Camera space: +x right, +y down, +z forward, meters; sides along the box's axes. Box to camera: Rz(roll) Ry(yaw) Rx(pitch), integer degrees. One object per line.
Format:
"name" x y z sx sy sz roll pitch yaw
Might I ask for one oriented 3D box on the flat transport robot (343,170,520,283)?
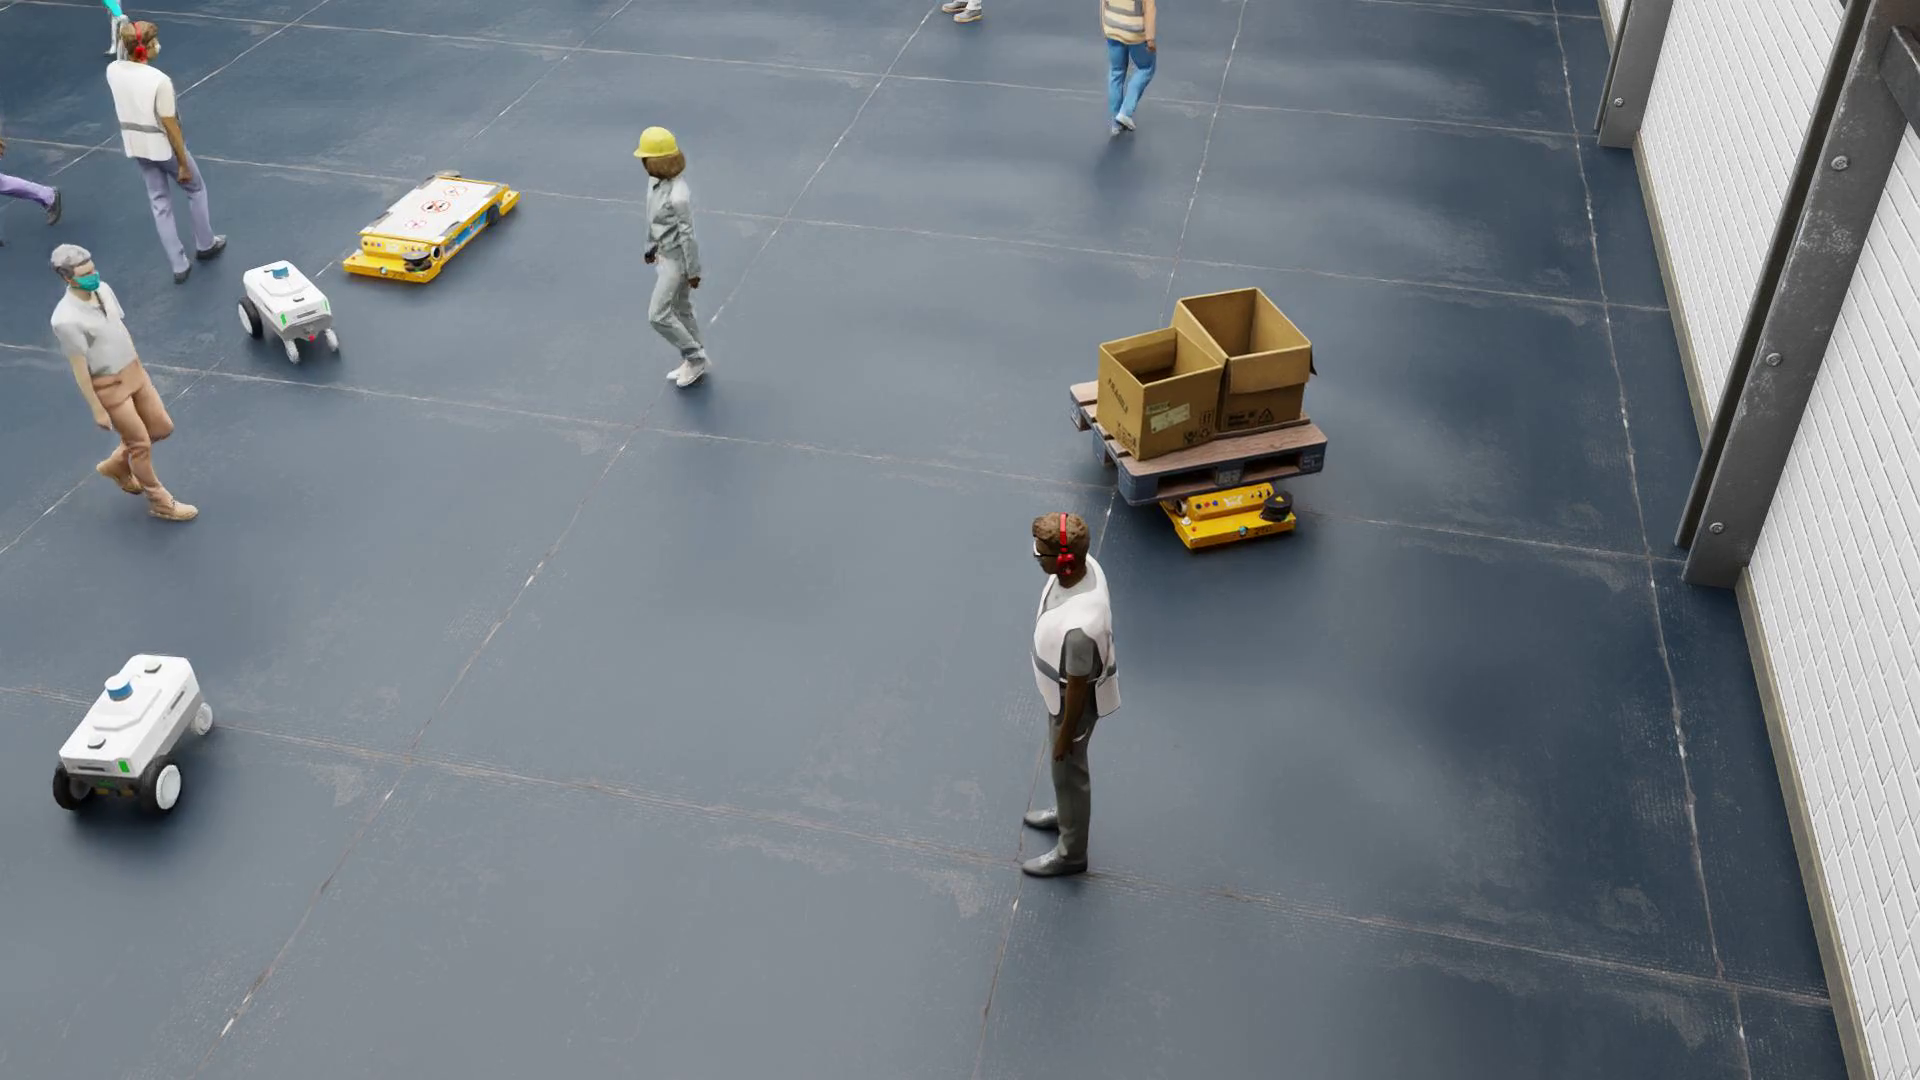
"flat transport robot" -3.909 -2.342 12.352 0.659 0.231 1.431 9 38 12

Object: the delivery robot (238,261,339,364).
"delivery robot" -4.481 -1.568 11.087 0.499 0.605 0.781 -26 44 -30

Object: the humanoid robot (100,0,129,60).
"humanoid robot" -7.731 -5.118 14.888 0.540 1.843 0.747 12 38 15

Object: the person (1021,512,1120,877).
"person" 0.470 0.655 7.041 0.404 1.832 0.566 0 37 0

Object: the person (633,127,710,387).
"person" -1.809 -1.742 10.328 0.401 1.729 0.495 -13 39 -17

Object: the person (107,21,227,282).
"person" -5.503 -2.728 11.584 0.543 1.810 0.675 6 37 8

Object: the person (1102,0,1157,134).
"person" 1.372 -4.134 13.535 0.528 1.713 0.427 23 43 28

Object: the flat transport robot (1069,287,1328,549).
"flat transport robot" 1.385 -0.473 9.851 0.659 0.231 1.431 -10 38 -14

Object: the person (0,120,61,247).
"person" -7.036 -2.954 11.873 0.565 1.825 0.712 19 41 24

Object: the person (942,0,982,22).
"person" 0.049 -5.885 15.747 0.355 1.882 0.573 -12 38 -16

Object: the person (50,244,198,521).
"person" -4.667 -0.858 9.144 0.493 1.727 0.498 5 37 7

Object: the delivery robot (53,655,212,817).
"delivery robot" -3.862 0.888 7.782 0.499 0.584 0.783 4 37 5
